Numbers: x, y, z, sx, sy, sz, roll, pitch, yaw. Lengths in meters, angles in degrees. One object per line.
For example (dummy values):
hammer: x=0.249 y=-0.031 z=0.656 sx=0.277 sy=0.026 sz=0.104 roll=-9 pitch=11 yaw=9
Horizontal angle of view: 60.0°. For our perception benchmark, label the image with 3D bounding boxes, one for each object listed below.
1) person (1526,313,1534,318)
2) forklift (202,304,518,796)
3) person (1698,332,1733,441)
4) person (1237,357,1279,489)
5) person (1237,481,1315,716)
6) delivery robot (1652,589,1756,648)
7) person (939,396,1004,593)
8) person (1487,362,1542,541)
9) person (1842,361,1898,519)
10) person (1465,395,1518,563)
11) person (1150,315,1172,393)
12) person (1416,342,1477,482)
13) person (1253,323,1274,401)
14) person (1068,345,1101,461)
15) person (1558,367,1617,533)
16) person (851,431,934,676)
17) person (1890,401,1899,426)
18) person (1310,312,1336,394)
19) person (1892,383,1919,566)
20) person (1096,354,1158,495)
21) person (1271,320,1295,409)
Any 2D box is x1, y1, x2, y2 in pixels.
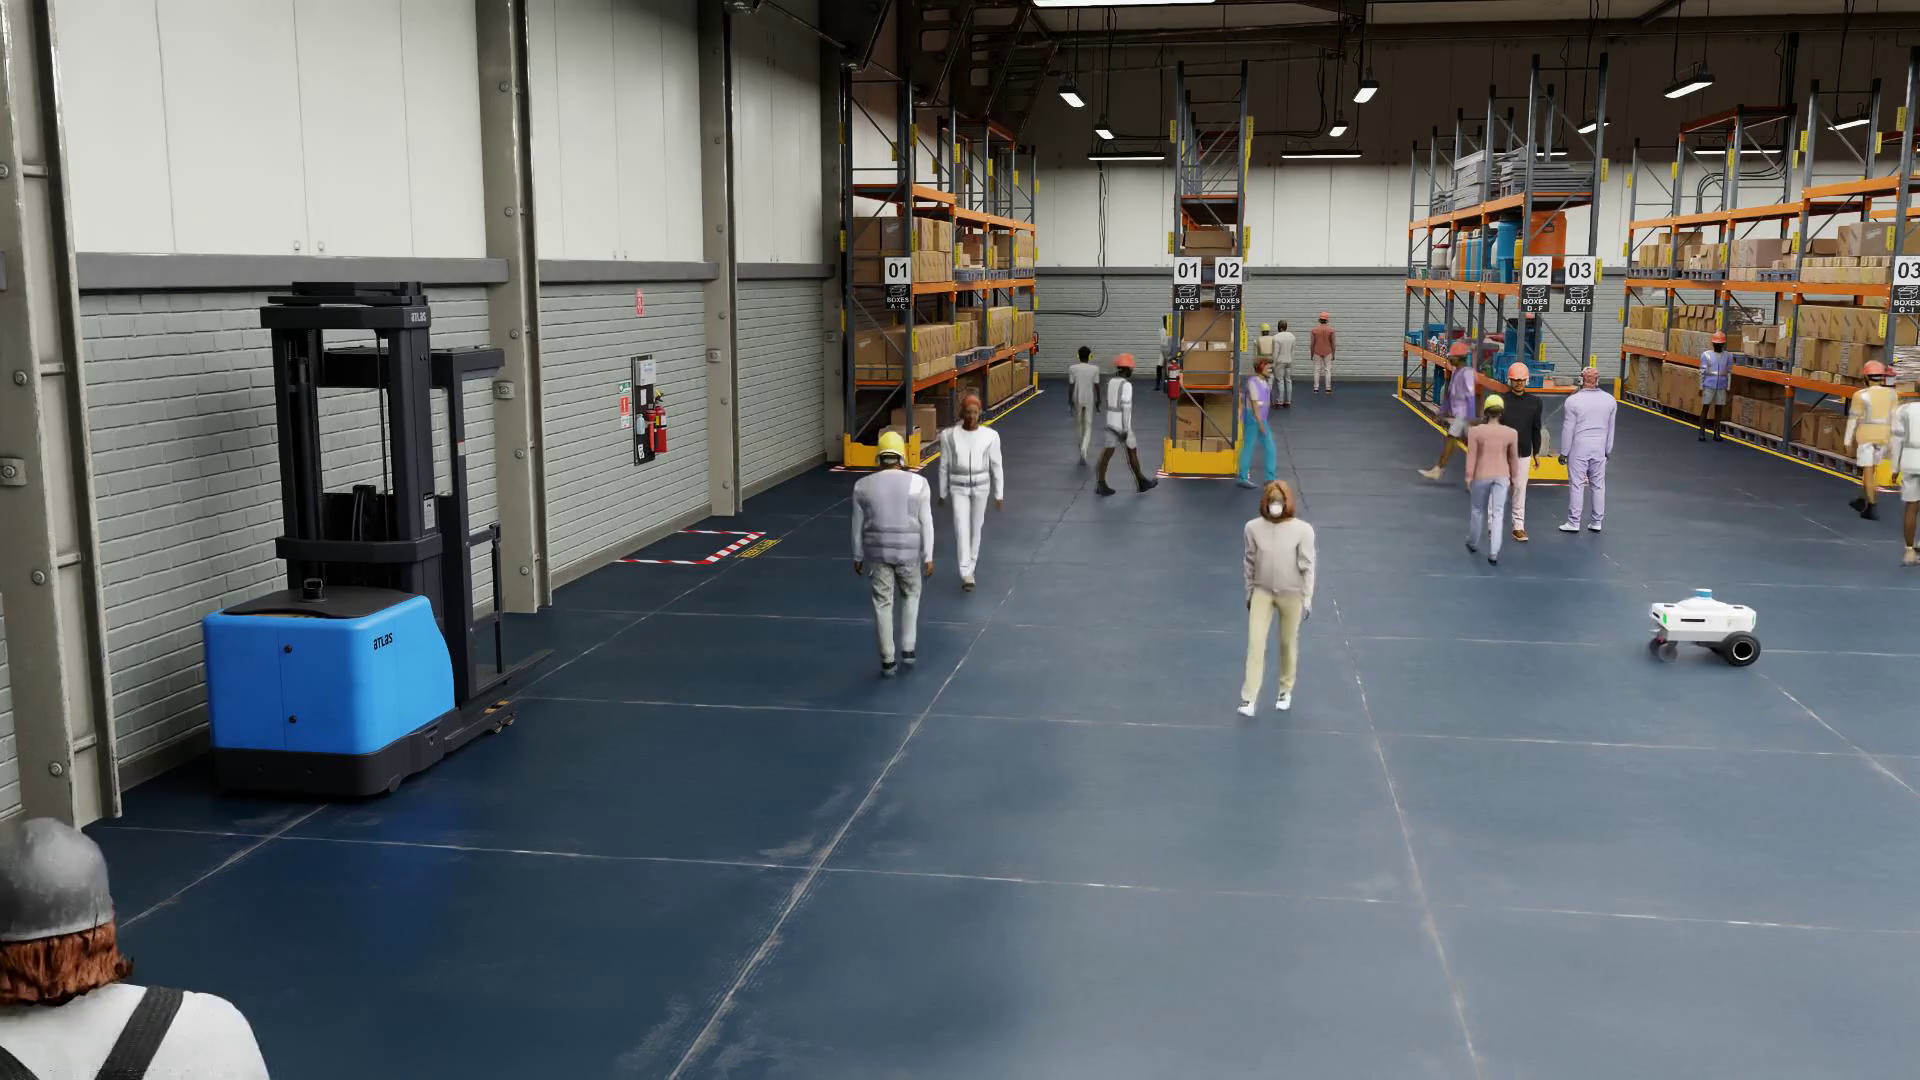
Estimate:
person: x=13.718 y=-4.482 z=40.185 sx=0.619 sy=1.986 sz=0.409 roll=-7 pitch=11 yaw=-36
forklift: x=-3.673 y=-0.038 z=10.147 sx=1.129 sy=2.768 sz=1.873 roll=1 pitch=9 yaw=9
person: x=13.389 y=-2.720 z=29.469 sx=0.548 sy=1.934 sz=0.374 roll=2 pitch=9 yaw=10
person: x=4.195 y=-1.602 z=22.944 sx=0.800 sy=1.809 sz=0.570 roll=6 pitch=11 yaw=35
person: x=2.129 y=0.408 z=11.214 sx=0.513 sy=1.597 sz=0.806 roll=4 pitch=10 yaw=22
delivery robot: x=5.775 y=0.623 z=12.934 sx=0.707 sy=0.478 sz=0.477 roll=1 pitch=9 yaw=7
person: x=0.111 y=-0.442 z=15.739 sx=0.597 sy=1.824 sz=1.000 roll=-1 pitch=9 yaw=-4
person: x=6.170 y=-0.980 z=18.546 sx=0.609 sy=1.996 sz=0.383 roll=1 pitch=9 yaw=3
person: x=11.161 y=-1.250 z=20.489 sx=0.587 sy=1.899 sz=0.895 roll=-1 pitch=9 yaw=-4
person: x=5.538 y=-0.654 z=17.370 sx=0.551 sy=1.713 sz=0.908 roll=1 pitch=9 yaw=7
person: x=5.032 y=-4.552 z=40.793 sx=0.805 sy=1.918 sz=0.627 roll=-9 pitch=13 yaw=-43
person: x=7.052 y=-1.807 z=23.648 sx=1.022 sy=1.990 sz=0.625 roll=1 pitch=9 yaw=5
person: x=7.066 y=-4.104 z=38.410 sx=0.591 sy=1.806 sz=0.815 roll=1 pitch=9 yaw=8
person: x=1.974 y=-2.175 z=26.417 sx=0.515 sy=1.842 sz=0.805 roll=2 pitch=9 yaw=10
person: x=7.213 y=-1.041 z=19.194 sx=0.639 sy=1.910 sz=0.406 roll=-1 pitch=9 yaw=-9
person: x=-0.503 y=0.083 z=12.543 sx=0.626 sy=1.810 sz=0.640 roll=0 pitch=9 yaw=1
person: x=17.415 y=-2.920 z=31.135 sx=0.639 sy=1.801 sz=0.944 roll=3 pitch=10 yaw=17
person: x=8.890 y=-4.578 z=40.738 sx=0.611 sy=1.996 sz=0.379 roll=3 pitch=10 yaw=19
person: x=9.827 y=-0.737 z=16.958 sx=0.613 sy=2.030 sz=0.442 roll=9 pitch=13 yaw=43
person: x=2.227 y=-1.562 z=22.454 sx=0.966 sy=1.885 sz=0.571 roll=-5 pitch=11 yaw=-30
person: x=7.057 y=-3.851 z=36.431 sx=0.629 sy=1.940 sz=0.379 roll=-6 pitch=11 yaw=-33
